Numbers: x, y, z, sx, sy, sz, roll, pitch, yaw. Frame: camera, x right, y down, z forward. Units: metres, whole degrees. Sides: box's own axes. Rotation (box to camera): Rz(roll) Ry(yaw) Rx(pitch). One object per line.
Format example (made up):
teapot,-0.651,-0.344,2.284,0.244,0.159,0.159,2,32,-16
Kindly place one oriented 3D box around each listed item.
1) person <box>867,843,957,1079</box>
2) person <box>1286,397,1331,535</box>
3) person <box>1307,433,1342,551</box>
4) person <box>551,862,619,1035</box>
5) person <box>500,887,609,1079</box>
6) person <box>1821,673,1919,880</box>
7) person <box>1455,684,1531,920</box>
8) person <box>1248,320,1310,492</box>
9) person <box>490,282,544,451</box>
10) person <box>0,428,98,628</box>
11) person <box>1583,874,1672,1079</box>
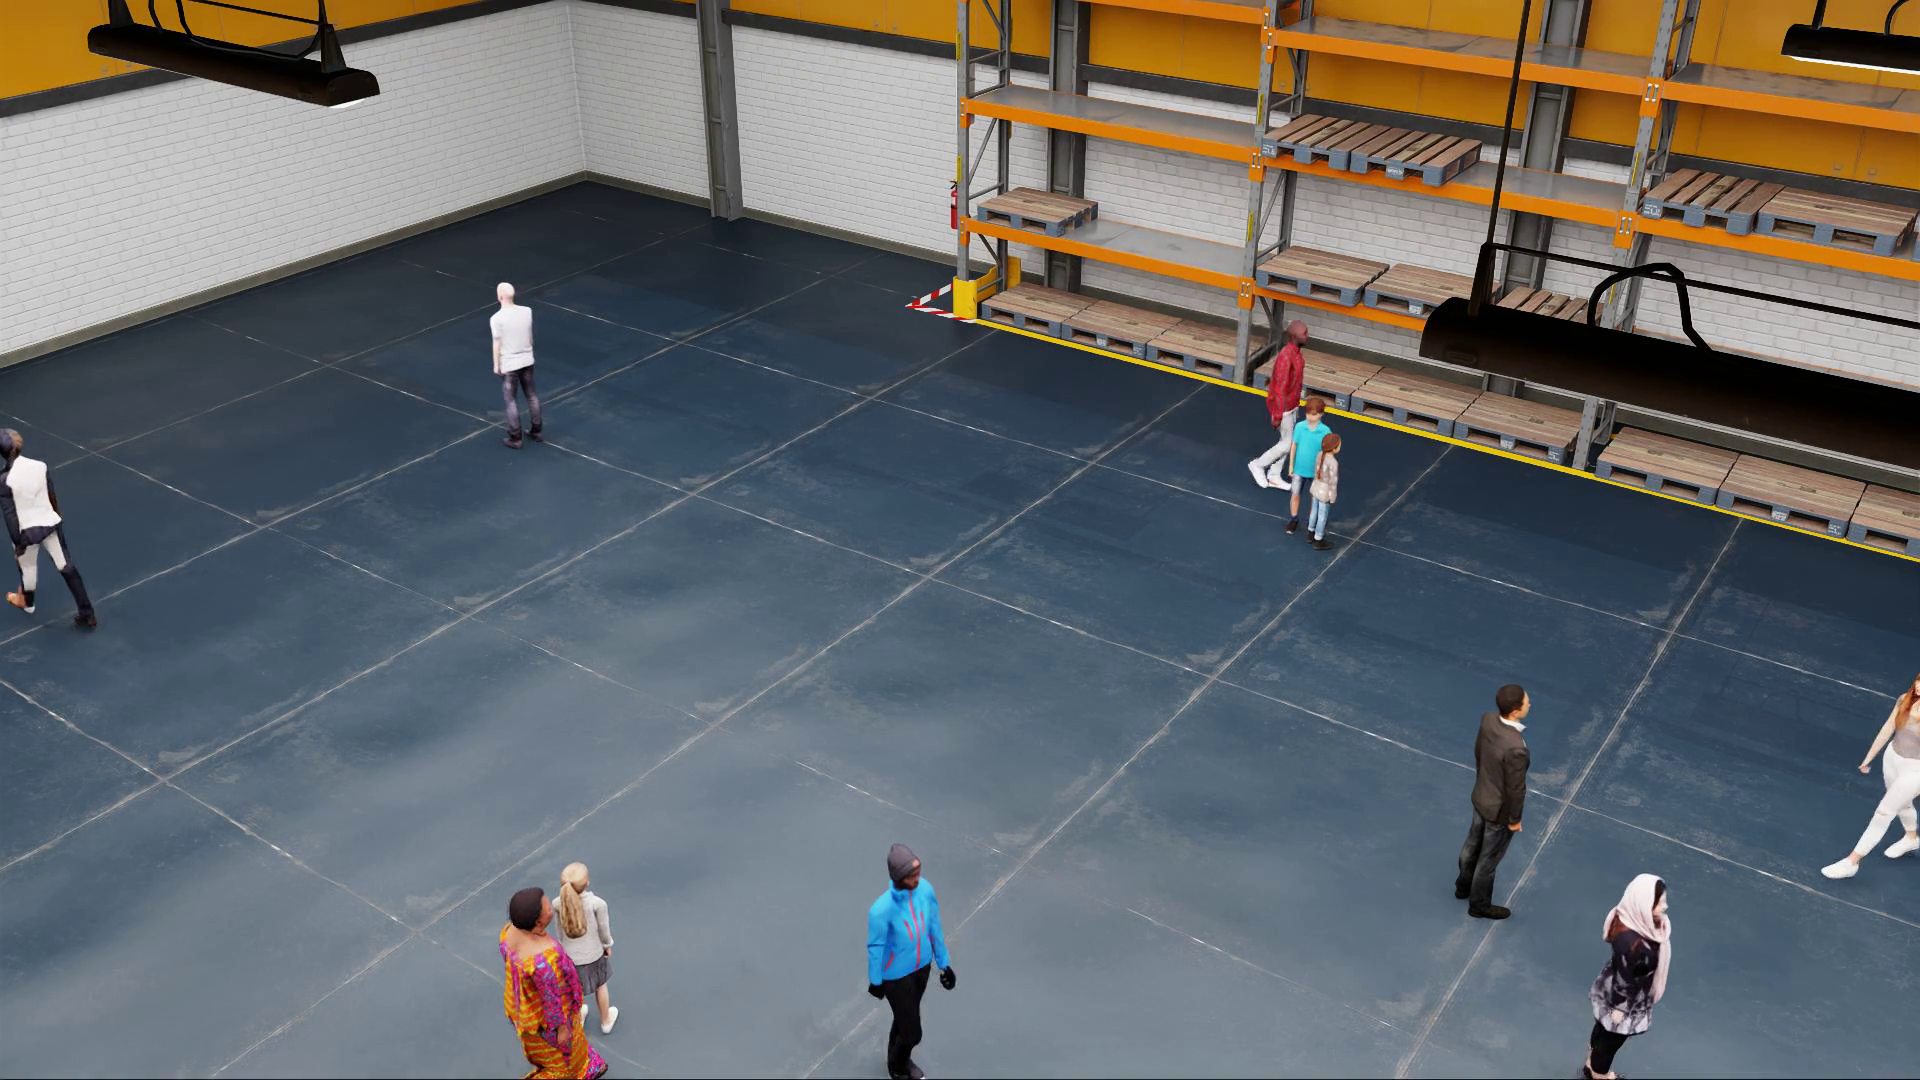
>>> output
person,-0.384,2.499,9.853,0.634,1.780,0.644,23,36,36
person,3.387,-0.722,16.109,0.467,1.443,0.621,11,30,19
person,3.477,-0.482,15.930,0.609,1.195,0.532,-10,30,-18
person,-2.341,2.530,10.323,0.586,1.275,0.657,0,29,-1
person,-2.448,2.699,9.602,0.923,1.669,1.030,-21,35,-33
person,6.652,1.604,11.598,1.117,1.680,1.148,-9,30,-16
person,3.611,1.744,11.211,0.797,1.804,0.734,-5,29,-9
person,3.220,-1.377,16.935,0.775,1.802,0.751,16,33,27
person,-4.749,-1.882,17.830,0.614,1.833,0.667,22,35,34
person,-7.953,-0.044,14.454,1.228,1.839,0.821,14,32,24
person,3.895,2.616,9.785,0.608,1.638,0.619,18,33,30
